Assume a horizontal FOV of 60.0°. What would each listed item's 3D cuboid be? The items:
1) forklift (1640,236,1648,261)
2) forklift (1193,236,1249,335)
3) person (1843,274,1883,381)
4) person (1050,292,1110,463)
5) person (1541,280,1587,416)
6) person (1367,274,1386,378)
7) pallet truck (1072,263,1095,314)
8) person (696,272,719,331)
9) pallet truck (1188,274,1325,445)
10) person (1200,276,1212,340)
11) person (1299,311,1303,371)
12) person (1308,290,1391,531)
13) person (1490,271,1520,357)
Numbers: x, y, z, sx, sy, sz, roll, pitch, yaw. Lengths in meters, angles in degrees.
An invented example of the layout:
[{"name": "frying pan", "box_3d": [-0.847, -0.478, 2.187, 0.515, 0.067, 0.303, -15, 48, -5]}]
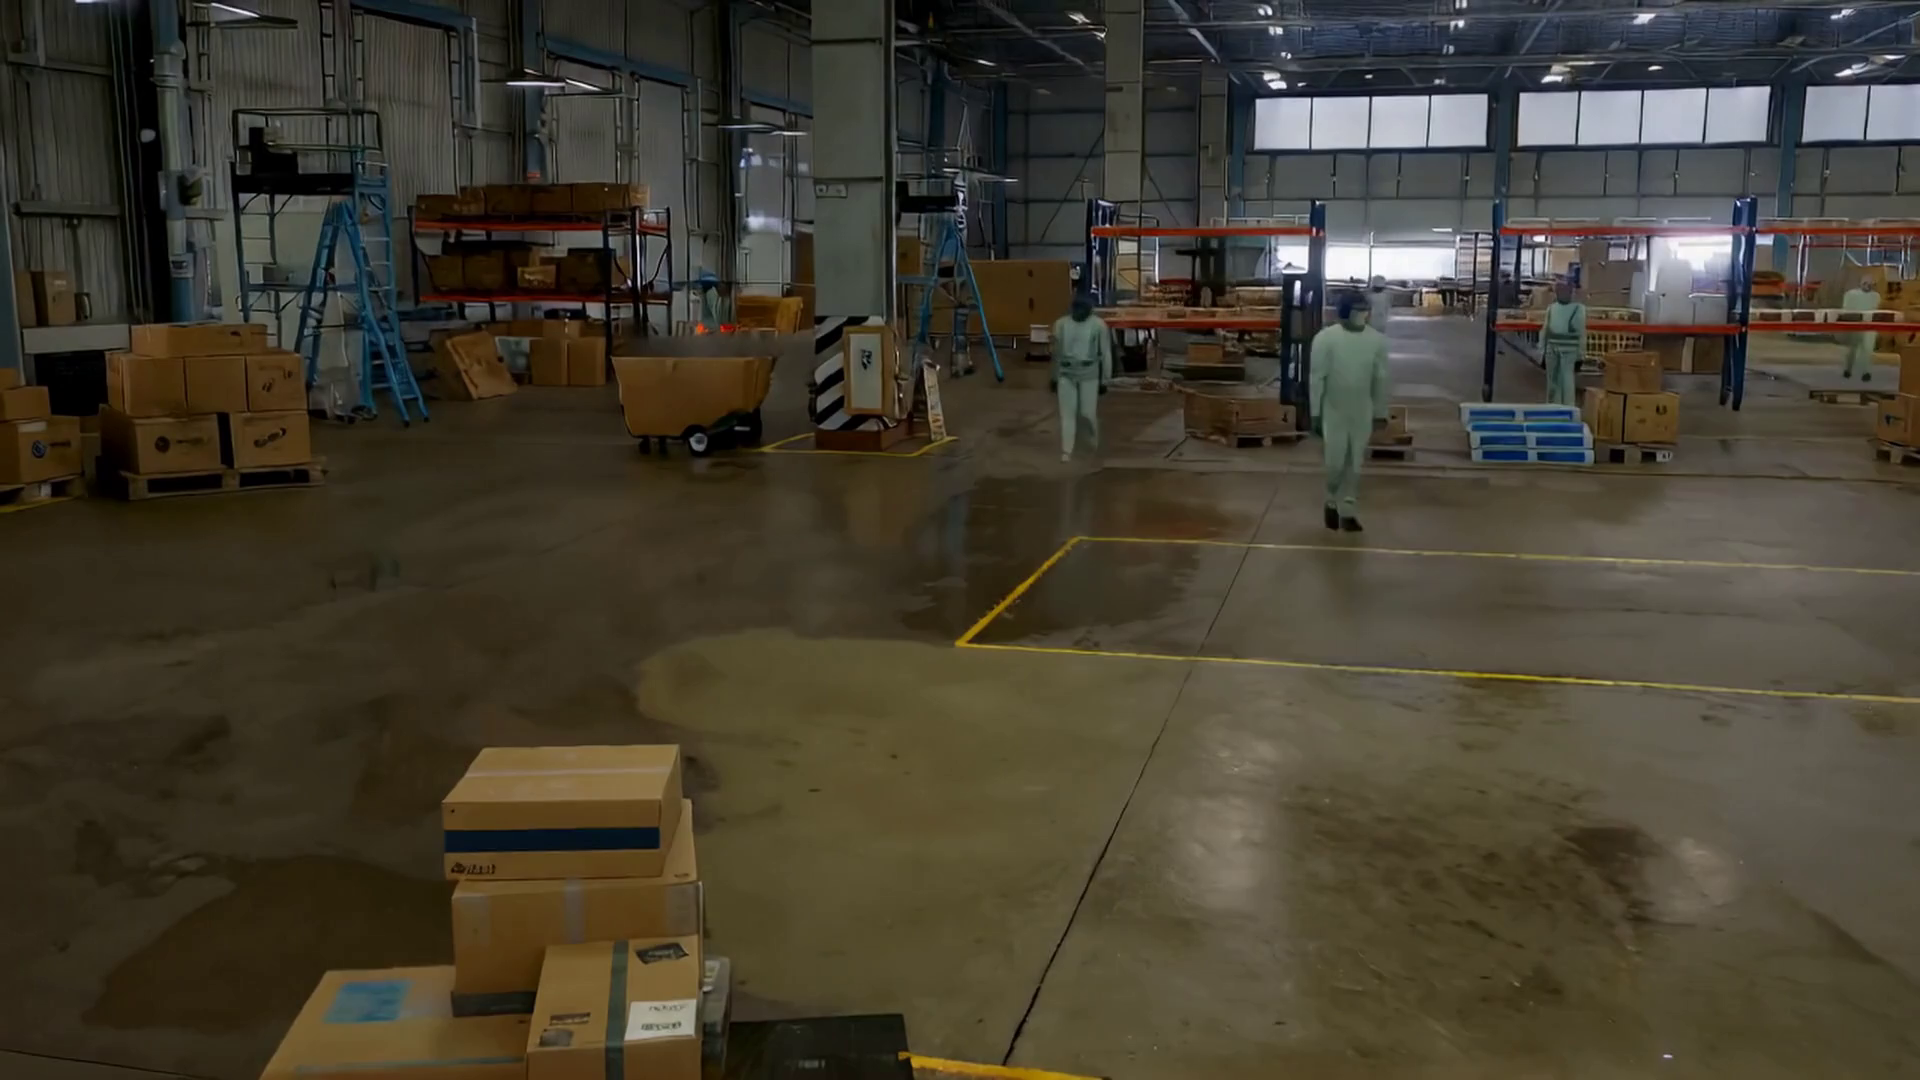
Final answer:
[{"name": "forklift", "box_3d": [21.121, -7.887, 50.839, 1.129, 2.768, 1.873, -9, 13, -41]}, {"name": "forklift", "box_3d": [7.154, -7.230, 46.971, 1.873, 2.768, 1.129, -5, 11, -25]}, {"name": "person", "box_3d": [16.083, -3.799, 29.695, 0.634, 1.899, 1.006, 3, 10, 17]}, {"name": "person", "box_3d": [1.299, -1.753, 17.886, 0.649, 1.819, 0.723, 2, 10, 12]}, {"name": "person", "box_3d": [7.894, -2.458, 21.808, 0.356, 1.884, 0.572, -9, 13, -42]}, {"name": "person", "box_3d": [7.502, -3.871, 30.167, 0.404, 1.878, 0.761, 0, 10, 1]}, {"name": "pallet truck", "box_3d": [4.325, -8.180, 55.162, 0.823, 1.965, 1.885, 6, 11, 31]}, {"name": "person", "box_3d": [-4.474, -3.786, 29.500, 0.384, 1.926, 0.549, 0, 10, 0]}, {"name": "pallet truck", "box_3d": [3.653, -2.138, 19.590, 1.885, 1.965, 0.823, -4, 10, -20]}, {"name": "person", "box_3d": [6.500, -6.113, 43.876, 0.317, 1.696, 0.537, 3, 10, 14]}, {"name": "person", "box_3d": [6.703, -4.089, 31.863, 0.487, 1.738, 0.333, -9, 13, -42]}, {"name": "person", "box_3d": [3.097, -1.010, 13.172, 0.649, 1.918, 0.457, -2, 10, -10]}, {"name": "person", "box_3d": [12.055, -5.010, 36.846, 0.649, 1.891, 1.008, 1, 10, 7]}]
